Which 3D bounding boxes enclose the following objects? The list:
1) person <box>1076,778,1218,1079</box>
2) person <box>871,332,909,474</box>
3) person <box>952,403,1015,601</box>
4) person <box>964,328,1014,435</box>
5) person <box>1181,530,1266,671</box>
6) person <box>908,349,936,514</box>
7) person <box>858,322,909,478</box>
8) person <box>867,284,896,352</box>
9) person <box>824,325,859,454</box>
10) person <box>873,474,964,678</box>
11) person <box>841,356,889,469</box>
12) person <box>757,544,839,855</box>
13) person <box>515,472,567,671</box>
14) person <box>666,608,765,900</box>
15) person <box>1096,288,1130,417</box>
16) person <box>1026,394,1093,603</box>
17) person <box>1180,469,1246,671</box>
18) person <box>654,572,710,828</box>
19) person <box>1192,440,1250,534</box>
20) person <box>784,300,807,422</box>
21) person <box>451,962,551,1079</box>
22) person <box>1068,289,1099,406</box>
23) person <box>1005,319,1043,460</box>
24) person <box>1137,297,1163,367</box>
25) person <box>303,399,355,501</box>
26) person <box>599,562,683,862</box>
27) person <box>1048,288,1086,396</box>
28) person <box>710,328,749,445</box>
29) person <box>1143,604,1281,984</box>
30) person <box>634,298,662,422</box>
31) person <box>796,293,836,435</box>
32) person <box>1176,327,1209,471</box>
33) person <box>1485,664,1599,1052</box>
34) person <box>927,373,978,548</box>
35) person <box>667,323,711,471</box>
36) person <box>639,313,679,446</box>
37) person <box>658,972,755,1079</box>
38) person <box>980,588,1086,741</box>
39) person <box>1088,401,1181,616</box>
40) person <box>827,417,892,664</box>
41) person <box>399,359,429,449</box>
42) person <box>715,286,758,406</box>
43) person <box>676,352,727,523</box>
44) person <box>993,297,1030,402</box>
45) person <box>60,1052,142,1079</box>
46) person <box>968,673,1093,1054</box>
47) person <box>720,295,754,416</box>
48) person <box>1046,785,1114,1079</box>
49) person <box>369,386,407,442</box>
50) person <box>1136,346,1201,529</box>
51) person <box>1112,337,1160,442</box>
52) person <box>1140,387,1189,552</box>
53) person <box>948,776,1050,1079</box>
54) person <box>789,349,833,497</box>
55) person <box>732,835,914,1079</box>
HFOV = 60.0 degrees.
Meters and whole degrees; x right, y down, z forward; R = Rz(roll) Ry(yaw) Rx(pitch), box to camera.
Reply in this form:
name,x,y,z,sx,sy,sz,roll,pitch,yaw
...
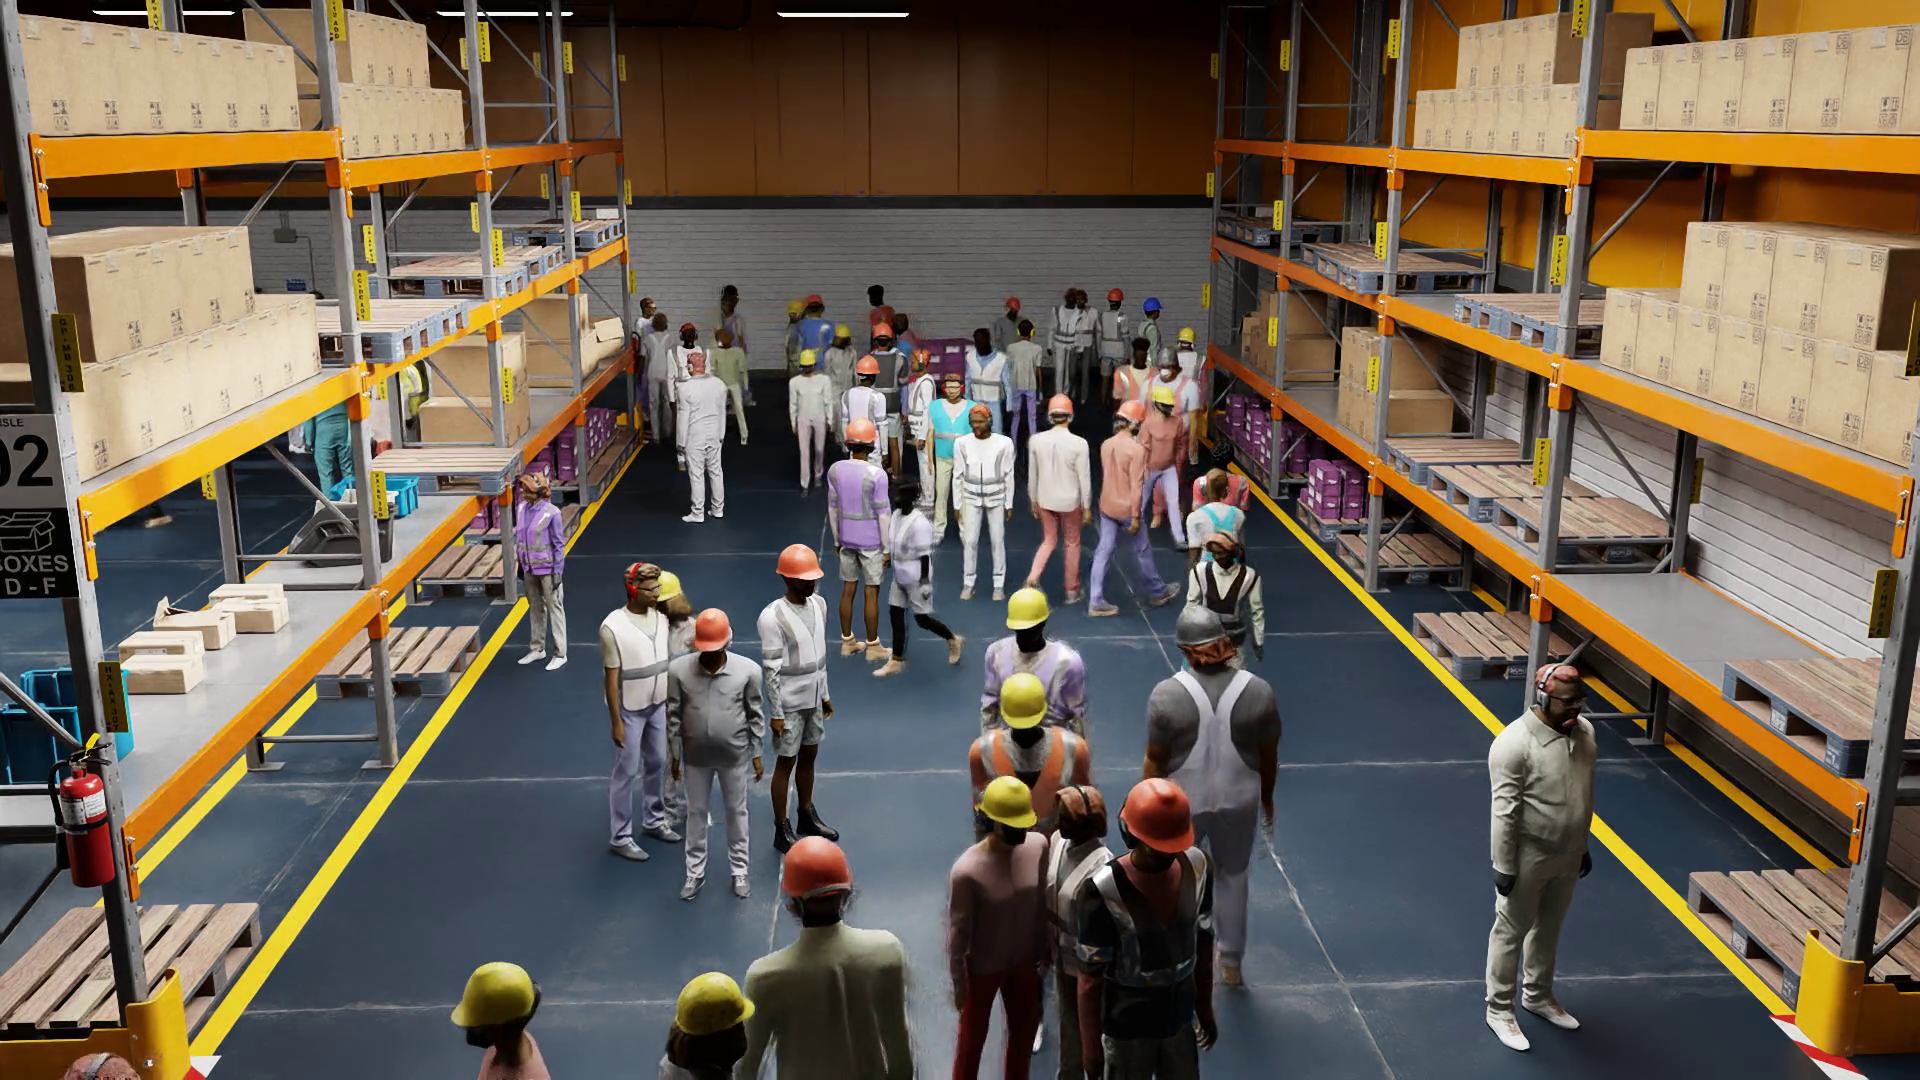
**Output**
name,x,y,z,sx,sy,sz,roll,pitch,yaw
person,0.741,1.861,6.452,0.616,2.028,0.409,-8,16,-28
person,-0.939,-1.766,21.048,0.634,1.841,0.429,13,19,40
person,0.220,-0.349,15.442,0.579,1.875,0.381,3,15,12
person,0.364,-1.696,20.665,0.727,1.893,0.475,7,16,24
person,1.856,0.712,11.741,0.587,1.629,0.369,4,15,15
person,-0.429,-1.228,18.856,0.355,1.883,0.574,-1,14,-5
person,-0.919,-1.582,19.929,0.610,2.041,0.387,-2,14,-8
person,-1.163,-2.934,25.450,0.393,1.946,0.766,7,16,27
person,-1.605,-2.061,22.466,0.499,1.716,0.745,-7,16,-25
person,-0.343,0.280,13.345,0.719,1.674,0.552,-8,17,-30
person,-0.994,-1.011,17.892,0.552,1.935,0.368,8,16,28
person,-0.968,0.964,10.140,0.360,1.938,0.546,9,17,32
person,-3.414,0.246,13.553,0.514,1.640,0.310,9,17,33
person,-1.401,1.218,9.527,0.562,1.742,0.344,0,14,-1
person,2.303,-2.792,24.881,0.543,1.939,0.360,9,17,31
person,0.879,-0.344,15.222,0.646,1.968,0.744,8,17,30
person,1.945,0.353,12.820,0.532,1.789,0.954,-4,15,-14
person,-1.775,1.006,10.407,0.491,1.720,0.490,4,15,15
person,2.268,-0.031,14.542,0.537,1.694,0.320,-3,15,-13
person,-2.351,-2.602,24.358,0.404,1.829,0.592,-12,19,-39
person,-1.487,2.213,5.583,0.329,1.765,0.529,-7,16,-25
person,1.874,-2.995,25.906,0.605,1.823,0.435,1,14,6
person,0.845,-1.964,21.801,0.506,1.861,0.328,3,15,13
person,2.682,-2.454,23.531,0.376,1.950,0.613,-3,15,-12
person,-7.016,-1.159,18.534,0.411,1.909,0.643,12,19,40
person,-1.961,1.019,10.136,0.382,1.836,0.570,9,17,30
person,1.664,-2.989,25.854,0.601,1.833,0.866,1,14,3
person,-3.176,-2.128,22.933,0.555,1.607,0.471,-1,14,-2
person,1.299,1.299,8.621,0.728,2.000,0.538,0,14,0
person,-4.626,-2.666,24.610,0.363,1.836,0.504,3,15,13
person,-2.033,-2.488,23.580,0.640,2.005,0.986,7,16,25
person,2.863,-1.790,21.162,0.600,1.829,0.404,4,15,14
person,2.833,1.512,8.052,0.641,1.908,0.408,-9,17,-30
person,-0.057,-0.839,17.399,0.564,1.846,0.392,1,14,4
person,-3.433,-1.818,21.174,0.574,1.882,0.356,-6,15,-21
person,-4.146,-2.223,22.975,0.593,1.780,1.004,-2,14,-7
person,-0.803,2.240,5.519,0.301,1.745,0.483,-10,18,-35
person,0.384,1.187,9.329,0.590,1.907,0.523,8,16,28
person,1.556,-0.294,15.076,1.031,1.932,0.628,-10,17,-33
person,-0.797,0.001,13.700,0.615,2.047,0.360,10,17,34
person,-6.572,-1.575,20.123,0.361,1.930,0.589,2,14,6
person,-3.470,-3.004,25.838,0.726,1.882,0.592,-3,15,-12
person,-2.886,-1.137,18.461,0.409,1.903,0.639,13,19,42
person,0.794,-2.946,25.959,0.556,1.706,0.877,-7,16,-27
person,-2.368,2.310,4.972,0.682,1.879,0.561,13,20,42
person,0.359,1.491,8.158,0.635,1.887,0.733,1,14,4
person,-3.372,-2.794,25.104,0.500,1.829,0.518,-11,18,-37
person,0.533,1.842,7.288,0.315,1.640,0.515,-7,16,-26
person,-7.666,-2.063,22.335,0.812,1.795,0.634,10,17,34
person,2.223,-1.120,18.114,0.693,2.000,0.536,8,16,28
person,2.087,-1.397,19.367,0.616,1.951,0.415,-1,14,-4
person,2.086,-0.742,17.281,0.535,1.720,0.916,-6,15,-21
person,0.177,1.823,7.151,0.537,1.748,0.422,-11,18,-36
person,-1.783,-1.425,19.966,0.527,1.751,0.791,-1,14,-5
person,-0.540,1.988,6.084,0.633,1.946,0.978,-8,16,-29
